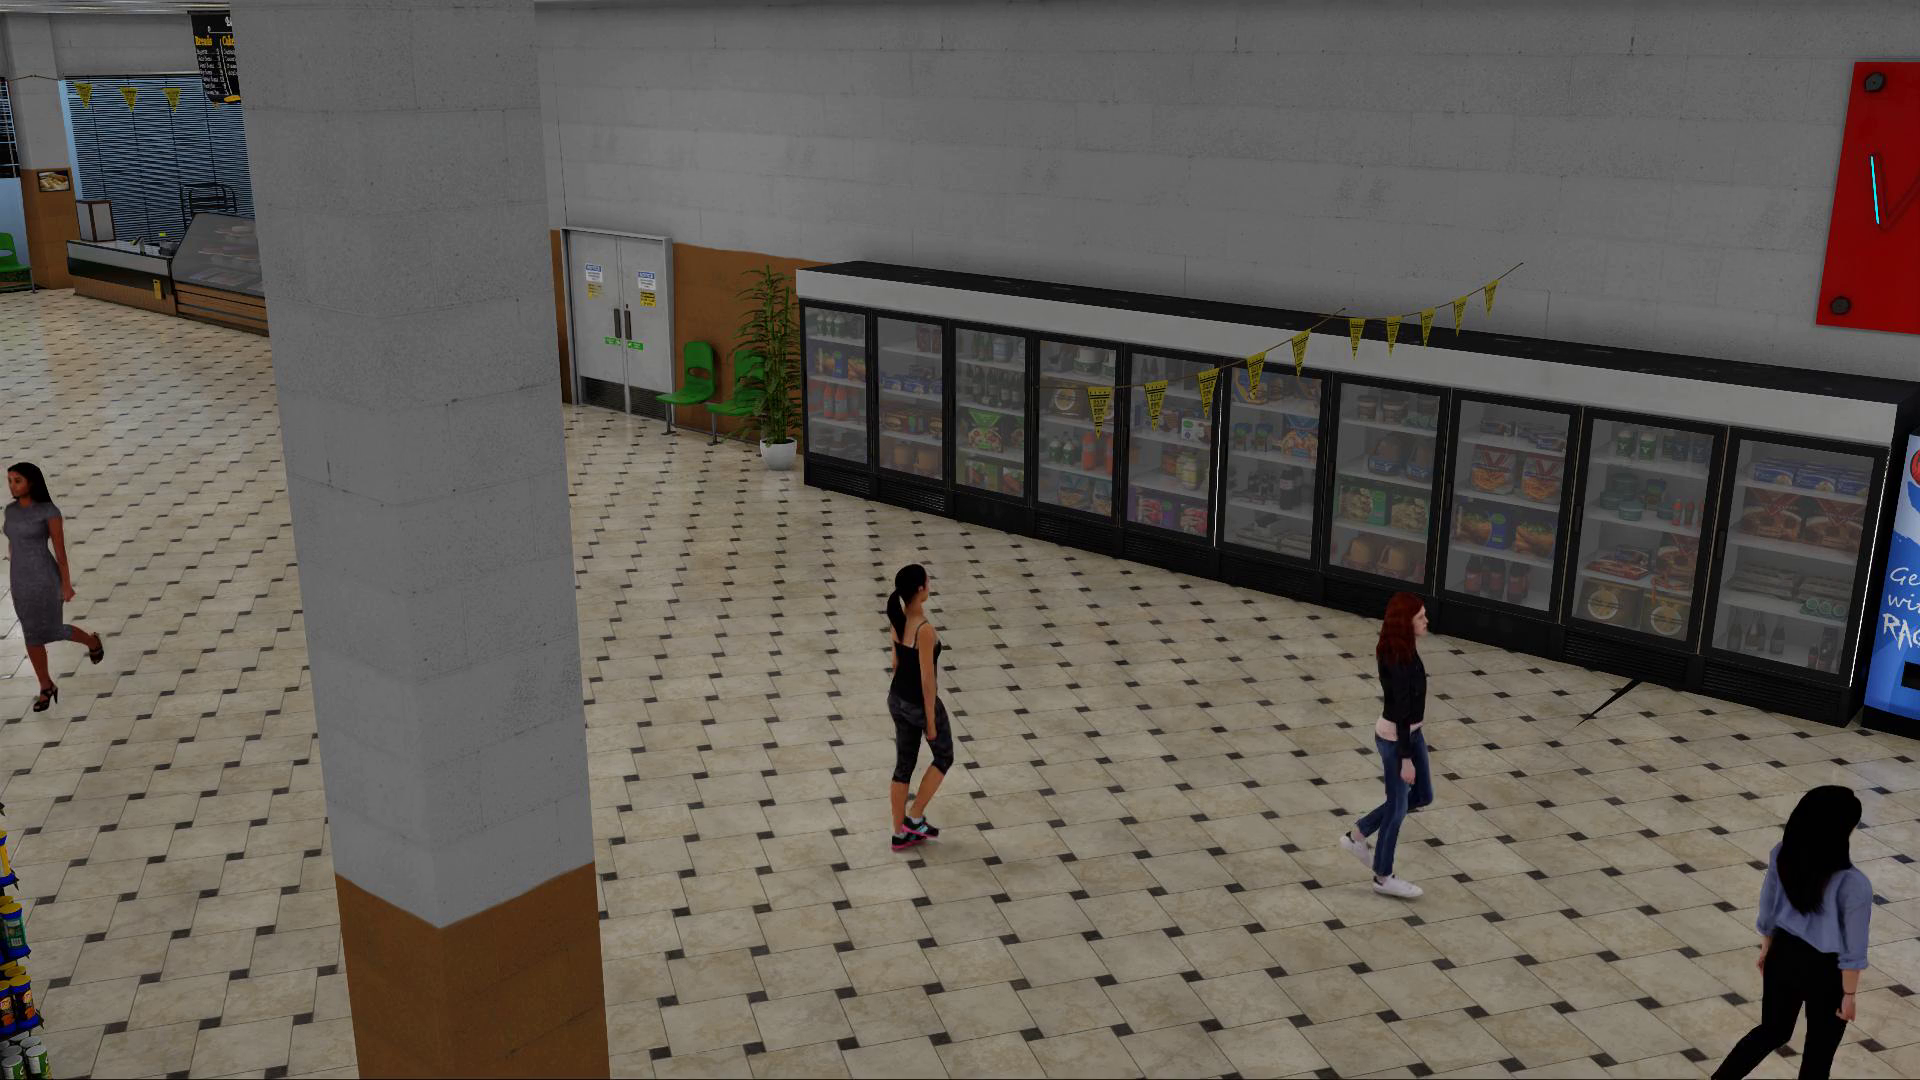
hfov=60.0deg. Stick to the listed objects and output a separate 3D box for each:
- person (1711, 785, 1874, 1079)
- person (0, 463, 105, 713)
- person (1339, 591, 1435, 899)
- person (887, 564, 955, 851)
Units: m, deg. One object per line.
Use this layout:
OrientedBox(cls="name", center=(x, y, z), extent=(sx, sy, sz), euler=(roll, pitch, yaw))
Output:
OrientedBox(cls="person", center=(3.426, 1.829, 6.866), extent=(1.081, 1.726, 0.901), euler=(-8, 18, -23))
OrientedBox(cls="person", center=(-6.472, 0.309, 11.808), extent=(0.864, 1.764, 1.028), euler=(3, 17, 10))
OrientedBox(cls="person", center=(2.313, 1.131, 9.089), extent=(0.724, 1.771, 0.724), euler=(8, 19, 25))
OrientedBox(cls="person", center=(-0.337, 0.998, 9.616), extent=(0.675, 1.718, 0.638), euler=(-13, 21, -36))
